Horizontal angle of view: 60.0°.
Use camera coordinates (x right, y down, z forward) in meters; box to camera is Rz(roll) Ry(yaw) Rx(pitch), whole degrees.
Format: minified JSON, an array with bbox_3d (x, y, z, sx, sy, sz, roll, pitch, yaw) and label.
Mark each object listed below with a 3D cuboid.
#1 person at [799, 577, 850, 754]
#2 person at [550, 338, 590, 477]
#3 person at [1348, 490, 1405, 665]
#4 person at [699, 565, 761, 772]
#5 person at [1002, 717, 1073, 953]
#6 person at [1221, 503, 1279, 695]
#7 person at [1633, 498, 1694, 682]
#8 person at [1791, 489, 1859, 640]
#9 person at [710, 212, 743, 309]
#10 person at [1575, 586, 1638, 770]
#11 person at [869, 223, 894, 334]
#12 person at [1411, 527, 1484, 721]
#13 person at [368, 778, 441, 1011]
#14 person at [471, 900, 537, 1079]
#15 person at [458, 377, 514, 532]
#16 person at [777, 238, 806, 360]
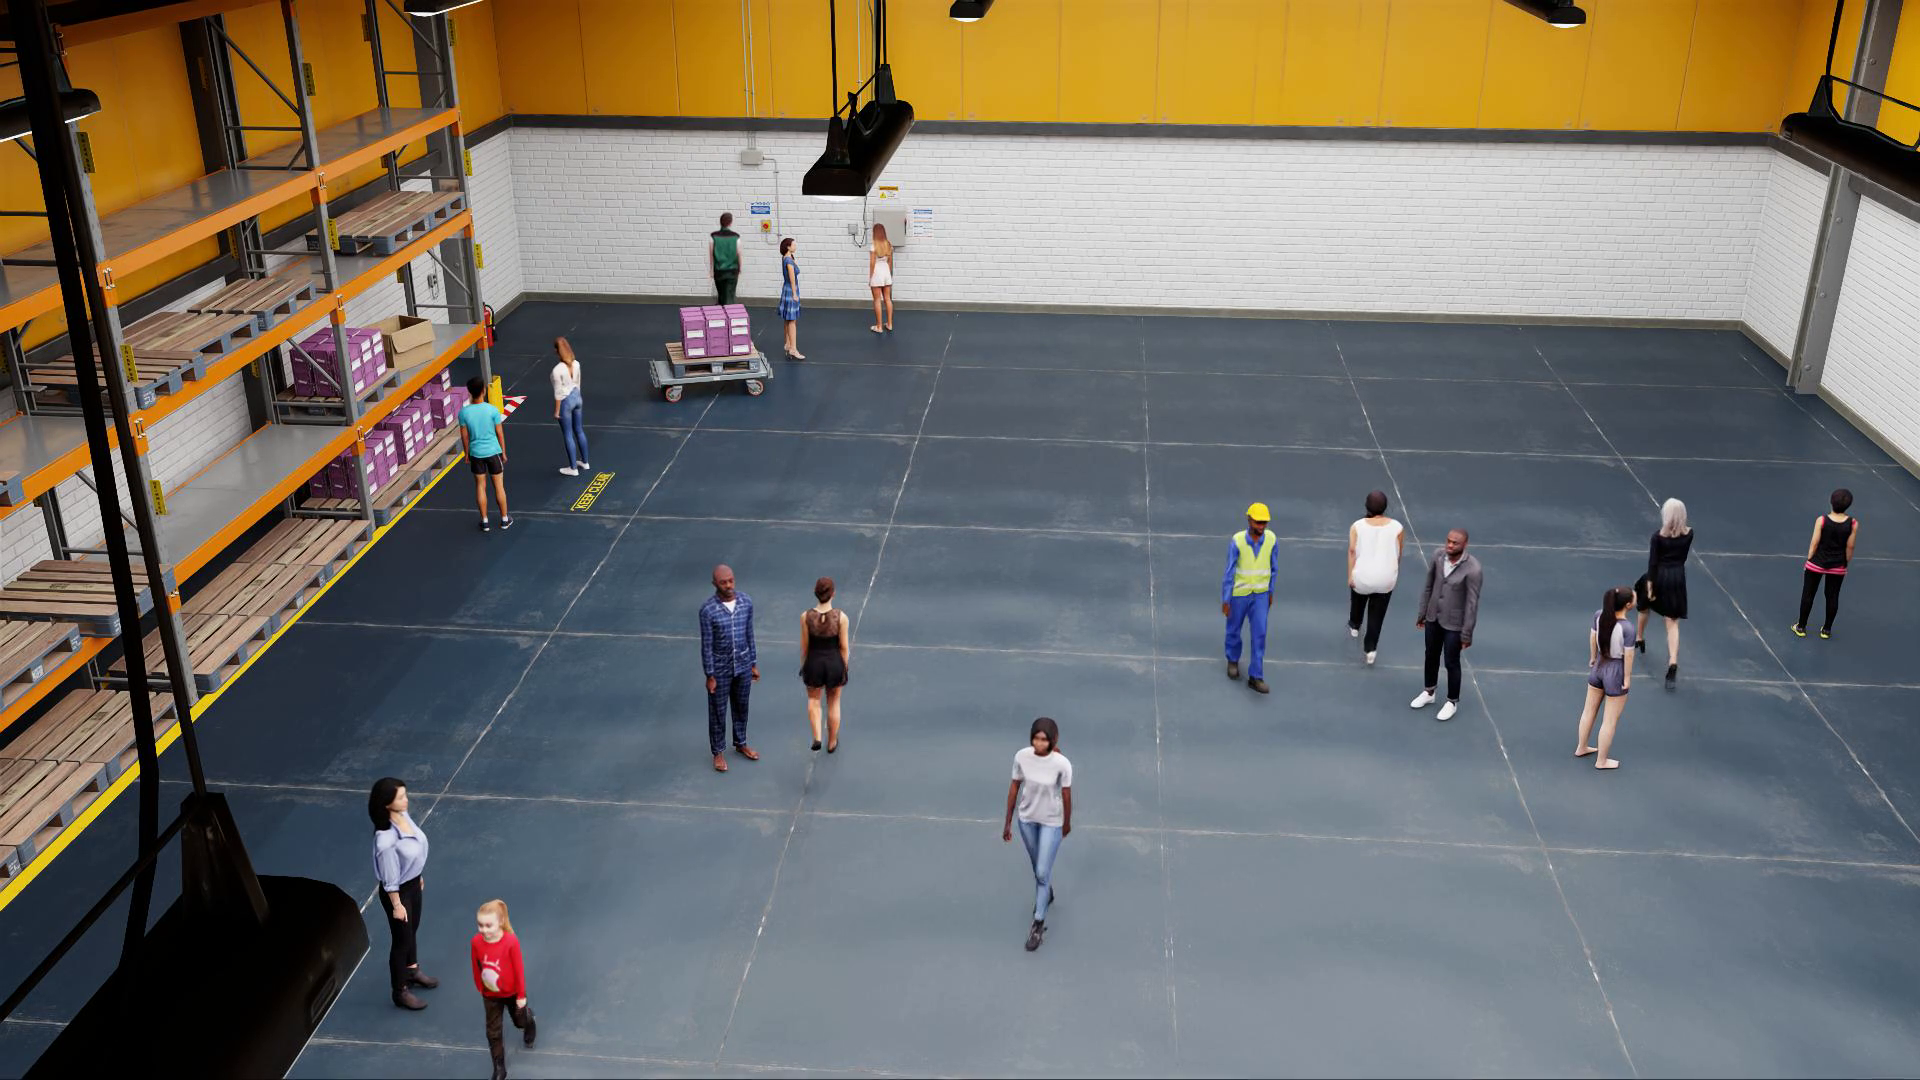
[{"bbox_3d":[-1.157,1.110,14.054,0.615,1.666,0.690,0,24,0],"label":"person"},{"bbox_3d":[-4.758,-1.643,20.275,0.741,1.728,0.602,13,27,27],"label":"person"},{"bbox_3d":[3.921,0.364,15.785,0.772,1.646,1.122,6,24,13],"label":"person"},{"bbox_3d":[-1.959,1.042,14.019,0.764,1.819,0.811,-16,28,-33],"label":"person"},{"bbox_3d":[0.606,2.002,11.981,0.819,1.693,1.050,12,26,25],"label":"person"},{"bbox_3d":[2.645,0.461,15.393,0.837,1.783,1.066,-3,24,-6],"label":"person"},{"bbox_3d":[6.582,0.492,15.433,0.678,1.694,1.215,0,24,0],"label":"person"},{"bbox_3d":[8.469,0.219,16.235,0.574,1.553,0.555,6,24,14],"label":"person"},{"bbox_3d":[-3.652,-4.149,25.954,0.763,1.771,1.181,-2,24,-5],"label":"person"},{"bbox_3d":[5.464,1.139,14.009,0.732,1.650,0.616,-11,26,-23],"label":"person"},{"bbox_3d":[-1.229,-4.099,25.933,0.669,1.696,0.722,-15,28,-31],"label":"person"},{"bbox_3d":[4.341,0.712,14.780,0.852,1.814,0.772,-16,28,-33],"label":"person"},{"bbox_3d":[-3.744,2.346,11.130,0.715,1.743,0.525,0,24,-1],"label":"person"},{"bbox_3d":[-2.891,2.838,10.602,0.533,1.266,0.850,0,24,1],"label":"person"},{"bbox_3d":[-5.325,-0.962,18.657,0.675,1.776,0.618,-5,24,-10],"label":"person"},{"bbox_3d":[-2.497,-3.583,24.616,0.807,1.806,0.664,-8,25,-18],"label":"person"}]
